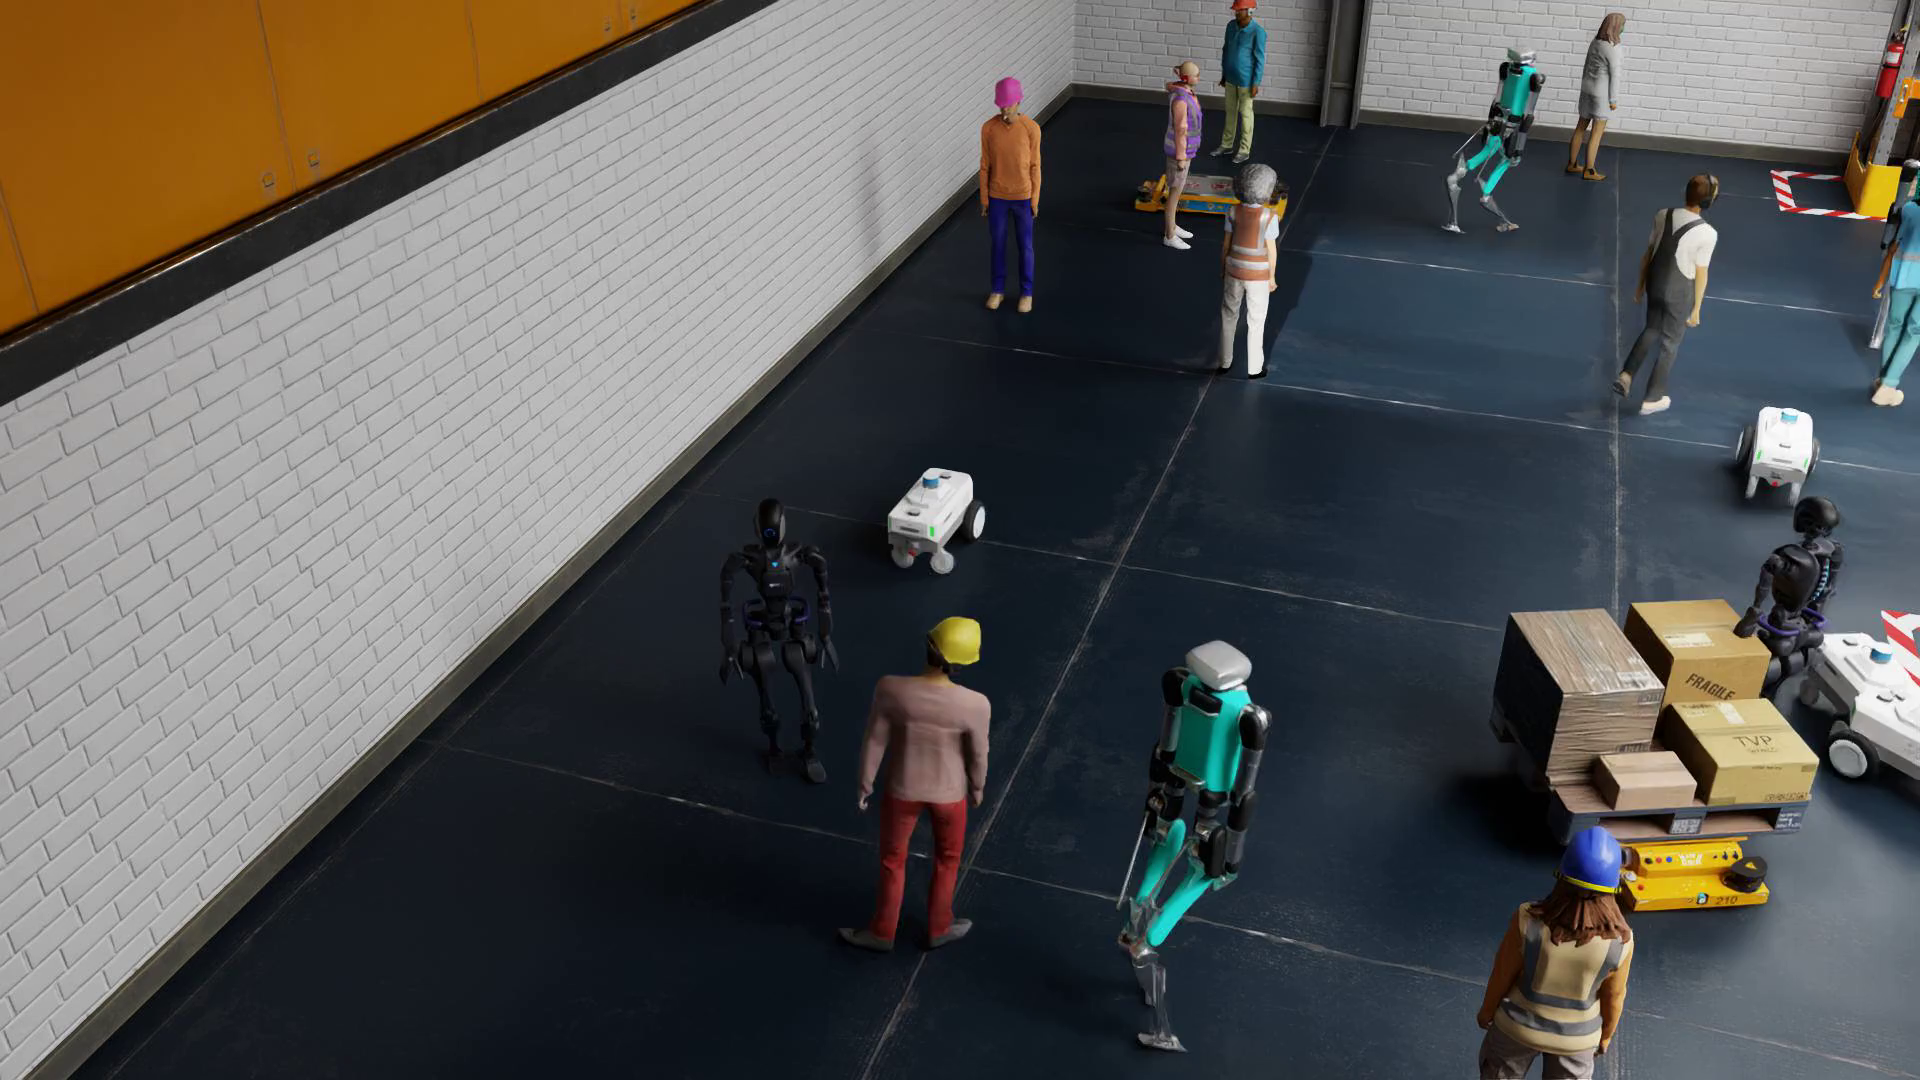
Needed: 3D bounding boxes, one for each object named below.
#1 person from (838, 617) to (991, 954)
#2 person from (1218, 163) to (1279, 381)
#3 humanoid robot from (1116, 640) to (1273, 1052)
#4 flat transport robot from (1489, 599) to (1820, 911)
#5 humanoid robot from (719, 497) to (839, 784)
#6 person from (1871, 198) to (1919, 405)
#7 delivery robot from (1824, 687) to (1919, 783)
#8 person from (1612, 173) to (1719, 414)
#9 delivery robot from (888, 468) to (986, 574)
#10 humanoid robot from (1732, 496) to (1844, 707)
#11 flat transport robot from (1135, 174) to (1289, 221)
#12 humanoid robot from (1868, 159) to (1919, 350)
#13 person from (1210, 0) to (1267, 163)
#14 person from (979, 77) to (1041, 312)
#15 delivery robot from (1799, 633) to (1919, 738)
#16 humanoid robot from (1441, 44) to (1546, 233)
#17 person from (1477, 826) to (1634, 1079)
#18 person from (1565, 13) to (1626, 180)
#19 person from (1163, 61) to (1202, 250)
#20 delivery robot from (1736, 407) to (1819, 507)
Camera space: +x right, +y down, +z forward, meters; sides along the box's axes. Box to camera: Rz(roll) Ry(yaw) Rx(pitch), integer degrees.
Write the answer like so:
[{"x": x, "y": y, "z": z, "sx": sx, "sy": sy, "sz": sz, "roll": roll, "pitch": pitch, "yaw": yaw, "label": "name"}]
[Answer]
[{"x": -0.219, "y": 1.096, "z": 7.329, "sx": 0.699, "sy": 1.718, "sz": 0.378, "roll": 2, "pitch": 31, "yaw": 3, "label": "person"}, {"x": 2.194, "y": -2.037, "z": 12.684, "sx": 0.445, "sy": 1.690, "sz": 0.306, "roll": 17, "pitch": 35, "yaw": 27, "label": "person"}, {"x": 0.839, "y": 1.331, "z": 6.917, "sx": 0.862, "sy": 1.771, "sz": 0.593, "roll": -24, "pitch": 38, "yaw": -34, "label": "humanoid robot"}, {"x": 3.422, "y": 1.306, "z": 8.403, "sx": 0.659, "sy": 0.231, "sz": 1.431, "roll": -2, "pitch": 31, "yaw": -4, "label": "flat transport robot"}, {"x": -0.916, "y": 0.516, "z": 8.362, "sx": 0.608, "sy": 1.643, "sz": 0.431, "roll": -6, "pitch": 31, "yaw": -10, "label": "humanoid robot"}, {"x": 7.073, "y": -1.885, "z": 12.262, "sx": 0.558, "sy": 1.861, "sz": 0.524, "roll": 19, "pitch": 36, "yaw": 29, "label": "person"}, {"x": 4.930, "y": 1.058, "z": 8.545, "sx": 0.499, "sy": 0.597, "sz": 0.779, "roll": -18, "pitch": 35, "yaw": -28, "label": "delivery robot"}, {"x": 5.143, "y": -1.773, "z": 12.096, "sx": 0.486, "sy": 1.824, "sz": 0.535, "roll": -19, "pitch": 35, "yaw": -29, "label": "person"}, {"x": -0.179, "y": -0.168, "z": 10.606, "sx": 0.504, "sy": 0.570, "sz": 0.732, "roll": 11, "pitch": 32, "yaw": 18, "label": "delivery robot"}, {"x": 4.070, "y": 0.498, "z": 8.391, "sx": 0.602, "sy": 1.657, "sz": 0.408, "roll": -12, "pitch": 33, "yaw": -20, "label": "humanoid robot"}, {"x": 2.484, "y": -3.376, "z": 16.369, "sx": 1.431, "sy": 0.231, "sz": 0.659, "roll": 7, "pitch": 31, "yaw": 13, "label": "flat transport robot"}, {"x": 7.597, "y": -2.360, "z": 13.183, "sx": 0.530, "sy": 1.765, "sz": 0.780, "roll": 16, "pitch": 34, "yaw": 25, "label": "humanoid robot"}, {"x": 2.922, "y": -4.849, "z": 17.407, "sx": 0.336, "sy": 1.752, "sz": 0.563, "roll": -19, "pitch": 36, "yaw": -29, "label": "person"}, {"x": 0.411, "y": -2.866, "z": 13.826, "sx": 0.516, "sy": 1.974, "sz": 0.397, "roll": 6, "pitch": 31, "yaw": 9, "label": "person"}, {"x": 4.882, "y": 0.821, "z": 8.929, "sx": 0.499, "sy": 0.576, "sz": 0.768, "roll": -2, "pitch": 31, "yaw": -3, "label": "delivery robot"}, {"x": 4.884, "y": -3.659, "z": 15.444, "sx": 0.921, "sy": 1.783, "sz": 0.539, "roll": -12, "pitch": 32, "yaw": -19, "label": "humanoid robot"}, {"x": 2.158, "y": 1.778, "z": 6.122, "sx": 0.472, "sy": 1.771, "sz": 0.324, "roll": 8, "pitch": 31, "yaw": 14, "label": "person"}, {"x": 6.519, "y": -4.522, "z": 16.942, "sx": 0.337, "sy": 1.659, "sz": 0.496, "roll": -10, "pitch": 32, "yaw": -17, "label": "person"}, {"x": 2.022, "y": -3.527, "z": 15.219, "sx": 0.347, "sy": 1.693, "sz": 0.486, "roll": 6, "pitch": 31, "yaw": 11, "label": "person"}, {"x": 5.624, "y": -0.619, "z": 11.401, "sx": 0.499, "sy": 0.598, "sz": 0.791, "roll": 13, "pitch": 33, "yaw": 21, "label": "delivery robot"}]
